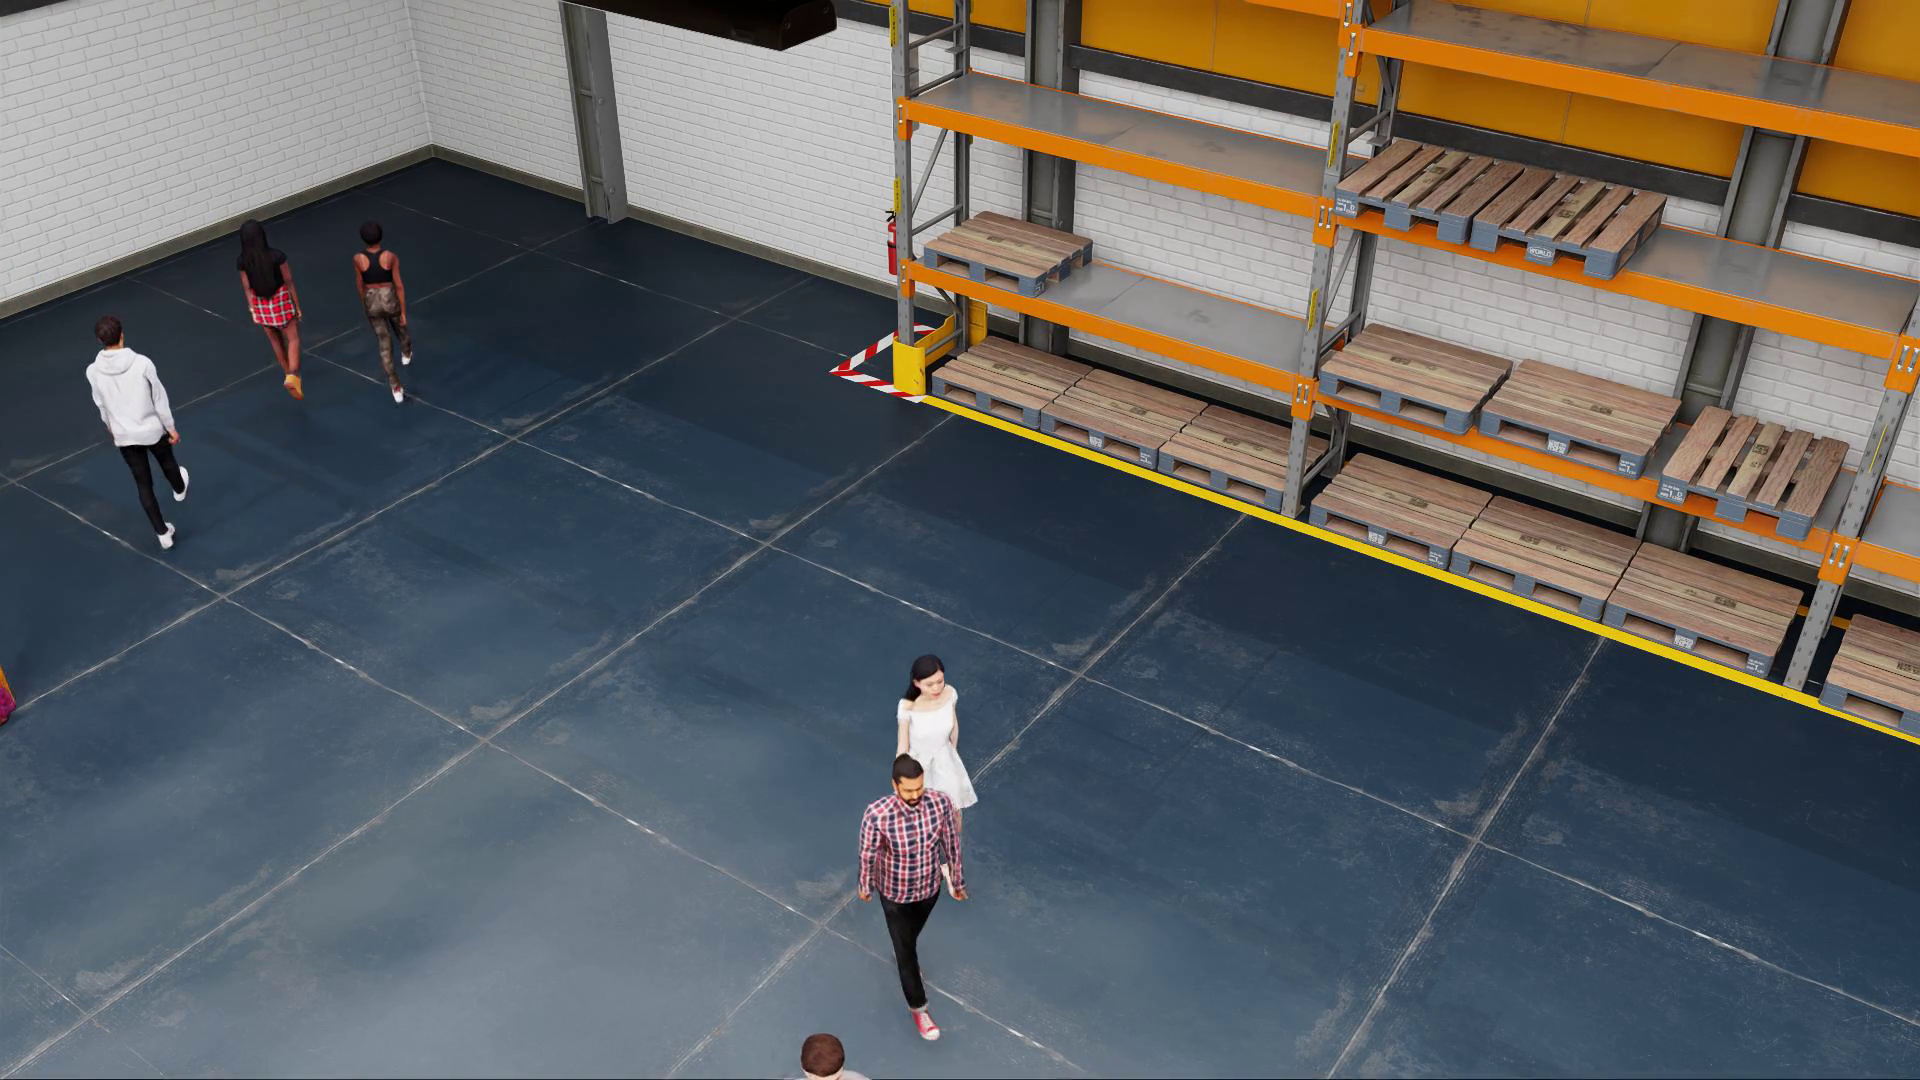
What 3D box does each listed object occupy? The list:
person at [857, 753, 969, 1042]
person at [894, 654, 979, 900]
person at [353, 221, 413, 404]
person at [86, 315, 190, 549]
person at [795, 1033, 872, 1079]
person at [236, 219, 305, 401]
[{"bbox_3d":[-0.308,1.856,9.296,1.033,1.729,1.190,-15,36,-21],"label":"person"},{"bbox_3d":[-0.241,1.356,10.022,0.810,1.758,0.888,-12,36,-18],"label":"person"},{"bbox_3d":[-5.290,-2.057,15.267,1.079,1.636,1.210,-9,35,-13],"label":"person"},{"bbox_3d":[-6.505,-0.802,13.162,1.141,1.875,1.289,-10,35,-15],"label":"person"},{"bbox_3d":[-0.607,2.881,7.608,0.948,1.889,1.026,-10,35,-14],"label":"person"},{"bbox_3d":[-6.273,-2.068,15.222,1.006,1.704,1.094,-8,34,-12],"label":"person"}]
